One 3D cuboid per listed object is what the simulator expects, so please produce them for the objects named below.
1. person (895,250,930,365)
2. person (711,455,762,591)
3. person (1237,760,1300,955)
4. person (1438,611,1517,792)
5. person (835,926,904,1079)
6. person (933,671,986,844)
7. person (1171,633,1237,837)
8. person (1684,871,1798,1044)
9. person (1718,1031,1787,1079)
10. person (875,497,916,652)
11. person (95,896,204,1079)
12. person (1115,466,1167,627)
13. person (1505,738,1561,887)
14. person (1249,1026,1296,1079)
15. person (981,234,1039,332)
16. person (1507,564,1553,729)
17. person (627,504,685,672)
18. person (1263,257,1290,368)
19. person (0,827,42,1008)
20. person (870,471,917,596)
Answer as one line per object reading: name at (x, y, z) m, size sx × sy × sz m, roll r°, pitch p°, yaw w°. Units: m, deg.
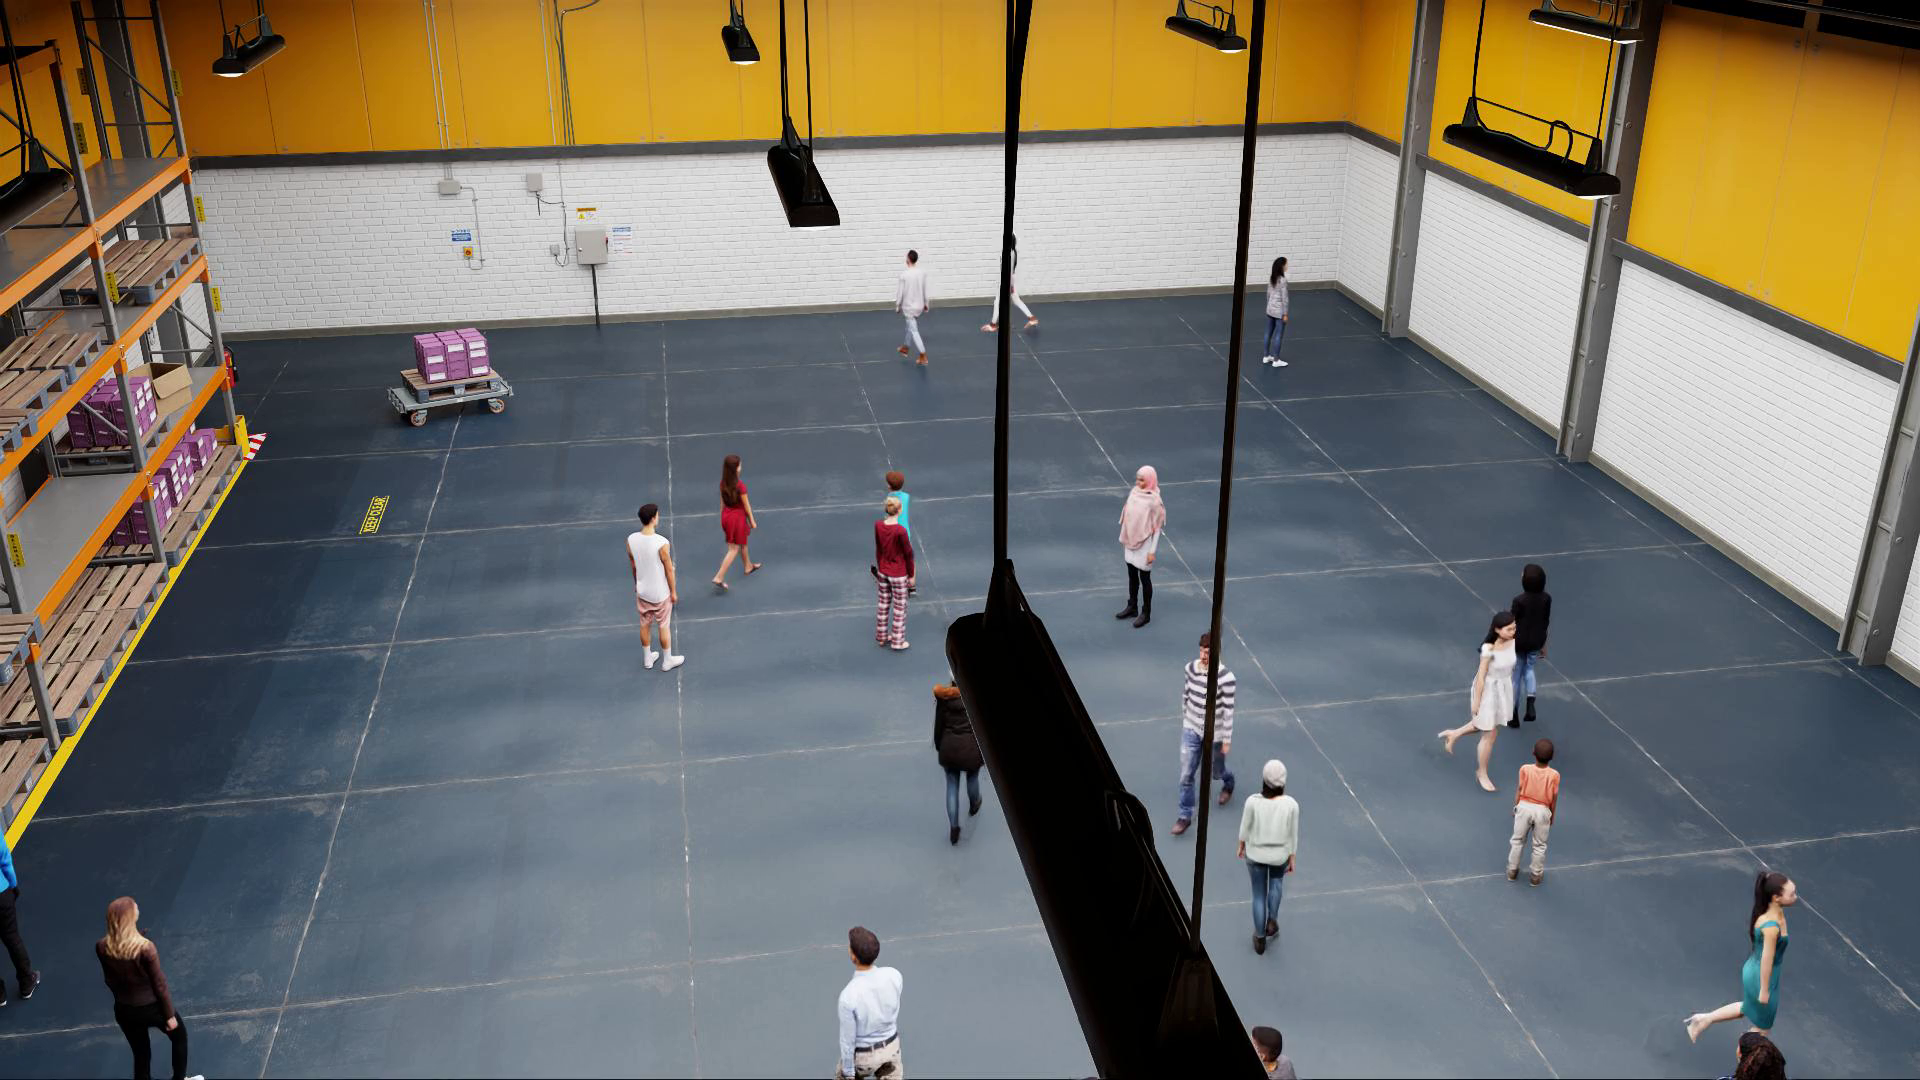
person at (-0.711, -3.660, 26.399) m, size 1.042 × 1.798 × 1.288 m, roll -16°, pitch 28°, yaw -33°
person at (-2.579, -0.184, 18.793) m, size 1.027 × 1.521 × 1.047 m, roll 18°, pitch 29°, yaw 35°
person at (2.351, 2.436, 12.657) m, size 0.667 × 1.636 × 0.693 m, roll 2°, pitch 24°, yaw 5°
person at (4.685, 1.398, 14.879) m, size 0.874 × 1.757 × 1.046 m, roll -14°, pitch 27°, yaw -28°
person at (-0.507, 3.300, 10.479) m, size 0.933 × 1.798 × 1.256 m, roll -14°, pitch 27°, yaw -28°
person at (-0.004, 1.823, 14.096) m, size 0.815 × 1.606 × 1.010 m, roll 4°, pitch 24°, yaw 8°
person at (2.164, 1.614, 14.309) m, size 1.135 × 1.818 × 1.183 m, roll 16°, pitch 28°, yaw 32°
person at (5.389, 2.984, 11.358) m, size 0.883 × 1.672 × 0.860 m, roll 12°, pitch 26°, yaw 26°
person at (4.651, 3.652, 9.909) m, size 0.659 × 1.609 × 0.640 m, roll -7°, pitch 25°, yaw -16°
person at (-0.700, 0.335, 17.386) m, size 0.685 × 1.698 × 0.752 m, roll 17°, pitch 29°, yaw 33°
person at (-5.432, 3.147, 10.959) m, size 0.722 × 1.694 × 0.758 m, roll 3°, pitch 24°, yaw 7°
person at (1.948, 0.050, 17.903) m, size 0.792 × 1.805 × 0.691 m, roll -17°, pitch 29°, yaw -34°
person at (4.686, 2.214, 13.574) m, size 0.545 × 1.308 × 0.586 m, roll 10°, pitch 26°, yaw 22°
person at (1.879, 3.632, 9.804) m, size 1.076 × 1.729 × 1.030 m, roll 15°, pitch 28°, yaw 31°
person at (0.913, -4.322, 28.060) m, size 0.869 × 1.681 × 1.201 m, roll 2°, pitch 24°, yaw 3°
person at (5.403, 1.053, 15.766) m, size 0.580 × 1.680 × 0.655 m, roll -4°, pitch 24°, yaw -10°
person at (-3.130, 0.491, 16.924) m, size 0.730 × 1.781 × 0.741 m, roll 9°, pitch 25°, yaw 19°
person at (5.031, -3.642, 26.438) m, size 0.728 × 1.734 × 0.561 m, roll -11°, pitch 26°, yaw -24°
person at (-7.105, 2.591, 12.104) m, size 0.664 × 1.795 × 0.600 m, roll -10°, pitch 26°, yaw -22°
person at (-0.652, -0.050, 18.620) m, size 0.797 × 1.415 × 1.003 m, roll -17°, pitch 29°, yaw -35°
